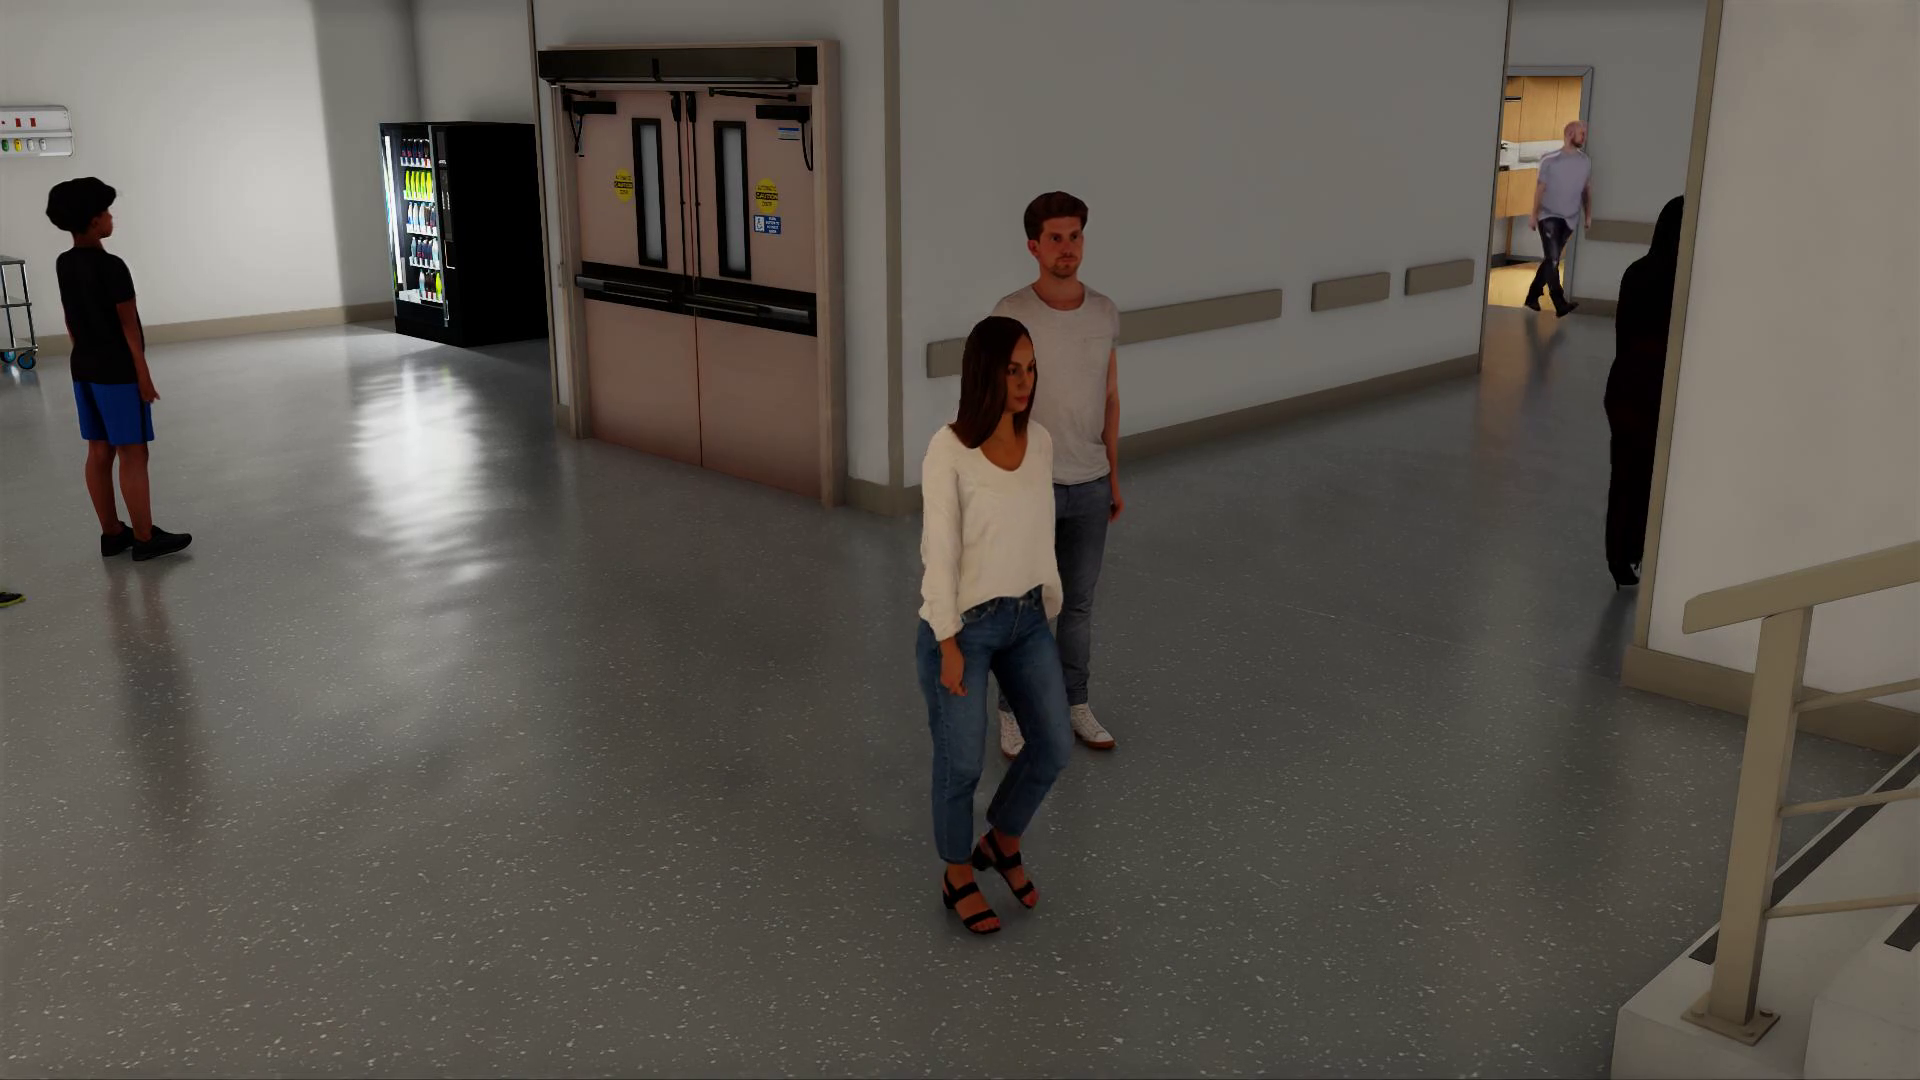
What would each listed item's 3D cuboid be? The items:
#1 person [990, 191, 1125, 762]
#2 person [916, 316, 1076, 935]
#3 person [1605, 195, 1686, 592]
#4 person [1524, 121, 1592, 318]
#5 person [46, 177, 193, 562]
[{"bbox_3d":[0.314,-0.214,5.594,0.732,1.898,0.702,-6,17,-21],"label":"person"},{"bbox_3d":[0.012,0.228,4.441,0.668,1.672,0.634,-11,19,-34],"label":"person"},{"bbox_3d":[3.009,-0.602,7.256,0.744,1.744,0.606,-12,20,-37],"label":"person"},{"bbox_3d":[5.602,-3.003,15.707,1.122,1.779,1.307,-3,16,-9],"label":"person"},{"bbox_3d":[-4.032,-0.804,7.870,0.624,1.800,0.742,8,17,25],"label":"person"}]
